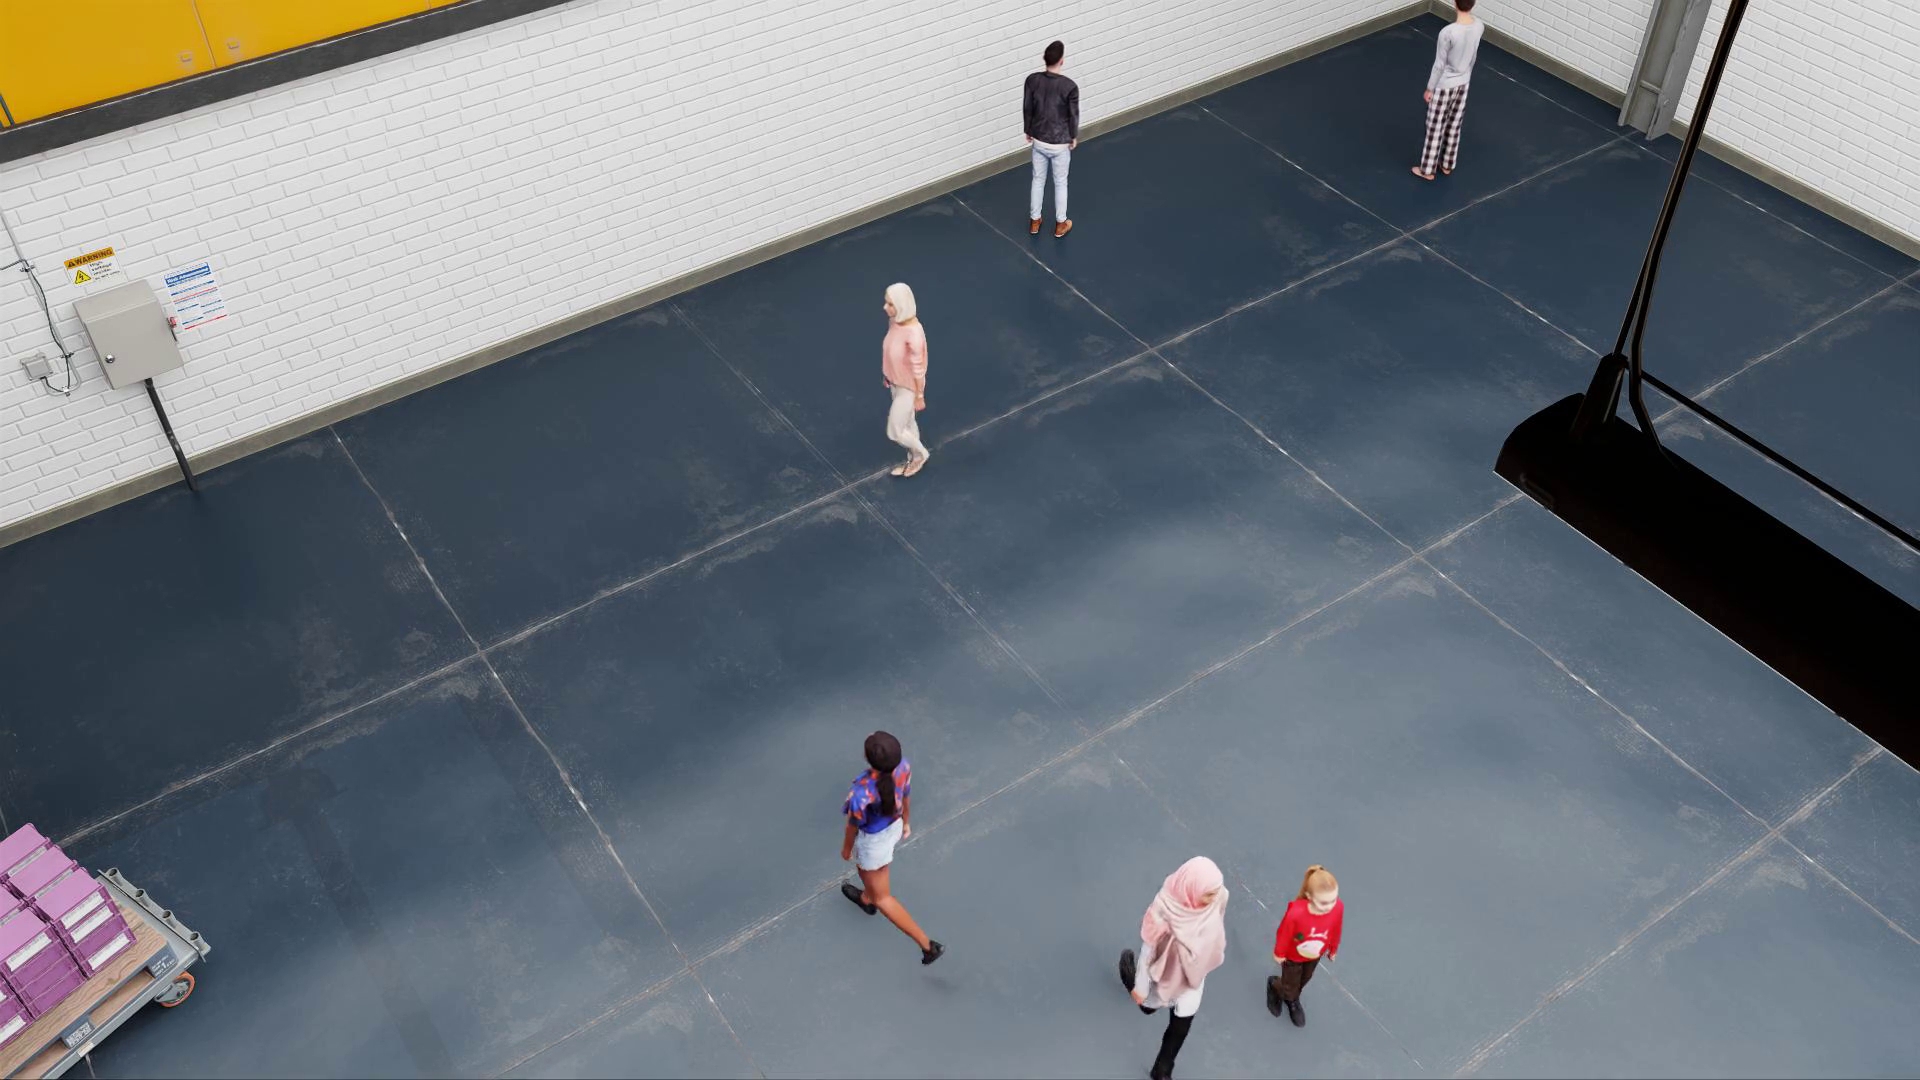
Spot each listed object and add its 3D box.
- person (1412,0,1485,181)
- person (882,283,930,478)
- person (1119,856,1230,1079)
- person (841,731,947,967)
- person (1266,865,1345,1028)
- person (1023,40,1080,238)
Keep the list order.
[{"bbox_3d":[4.493,-4.164,15.210,0.665,1.846,0.598,-17,46,-17],"label":"person"},{"bbox_3d":[-0.323,-1.169,12.159,0.715,1.719,0.575,-18,47,-18],"label":"person"},{"bbox_3d":[1.047,2.166,8.620,0.833,1.772,1.155,-14,45,-14],"label":"person"},{"bbox_3d":[-0.389,1.702,9.147,1.139,1.717,0.800,30,51,27],"label":"person"},{"bbox_3d":[1.833,2.155,8.993,0.575,1.273,0.605,-10,45,-11],"label":"person"},{"bbox_3d":[0.791,-3.486,14.507,0.696,1.836,0.797,14,45,14],"label":"person"}]
